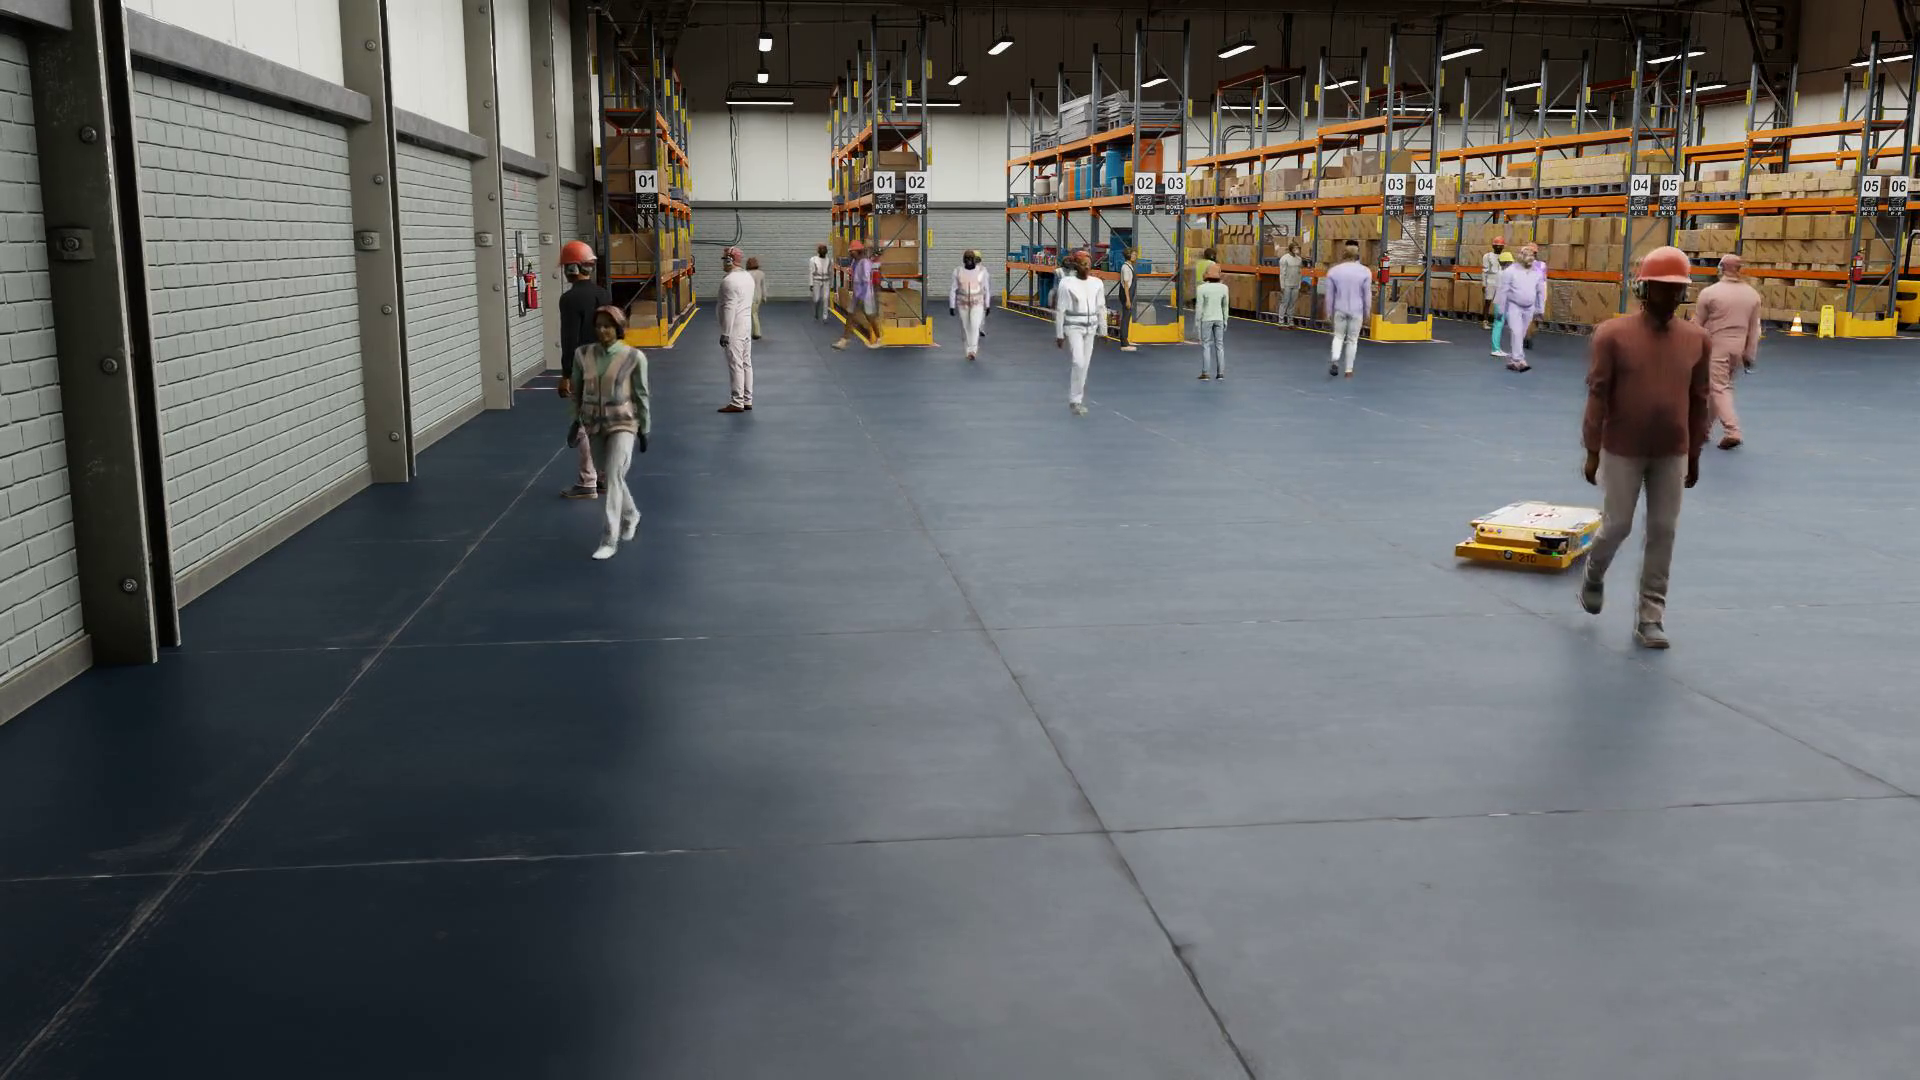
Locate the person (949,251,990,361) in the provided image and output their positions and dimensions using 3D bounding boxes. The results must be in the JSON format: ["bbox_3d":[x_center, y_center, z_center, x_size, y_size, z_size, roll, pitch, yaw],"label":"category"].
[{"bbox_3d":[0.147,-3.866,27.475,0.653,1.787,0.978,1,10,7],"label":"person"}]

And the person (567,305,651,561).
[{"bbox_3d":[-2.229,-0.723,10.756,0.506,1.604,0.838,3,11,17],"label":"person"}]

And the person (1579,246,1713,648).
[{"bbox_3d":[3.433,-0.477,8.367,0.628,1.981,0.648,0,10,2],"label":"person"}]

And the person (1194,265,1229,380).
[{"bbox_3d":[3.574,-3.090,23.647,0.507,1.632,0.268,-3,11,-16],"label":"person"}]

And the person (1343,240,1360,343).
[{"bbox_3d":[7.489,-4.770,31.944,0.367,1.966,0.607,0,10,0],"label":"person"}]

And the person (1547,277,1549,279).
[{"bbox_3d":[17.536,-8.004,50.017,0.704,1.854,0.940,-9,14,-40],"label":"person"}]

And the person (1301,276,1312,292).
[{"bbox_3d":[9.001,-6.677,43.228,0.524,1.664,0.772,-1,10,-5],"label":"person"}]

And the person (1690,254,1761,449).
[{"bbox_3d":[7.389,-1.831,16.134,0.636,1.867,0.984,-3,11,-15],"label":"person"}]

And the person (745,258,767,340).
[{"bbox_3d":[-4.138,-4.764,32.865,0.530,1.604,0.695,-10,14,-43],"label":"person"}]

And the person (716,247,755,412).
[{"bbox_3d":[-2.624,-2.434,19.308,0.408,1.909,0.638,3,11,15],"label":"person"}]

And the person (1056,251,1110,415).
[{"bbox_3d":[1.438,-2.361,19.044,0.580,1.858,0.669,-6,12,-29],"label":"person"}]

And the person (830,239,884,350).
[{"bbox_3d":[-1.808,-4.383,29.811,1.068,1.978,0.619,-7,13,-34],"label":"person"}]

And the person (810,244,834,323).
[{"bbox_3d":[-3.248,-6.026,39.097,0.603,1.867,0.504,-2,11,-12],"label":"person"}]

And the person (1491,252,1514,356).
[{"bbox_3d":[9.269,-4.021,28.386,0.315,1.770,0.524,5,12,26],"label":"person"}]

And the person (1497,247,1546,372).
[{"bbox_3d":[8.499,-3.455,25.014,0.671,1.859,0.953,-2,11,-12],"label":"person"}]

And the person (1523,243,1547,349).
[{"bbox_3d":[10.322,-4.438,30.282,0.577,1.904,0.860,0,10,0],"label":"person"}]

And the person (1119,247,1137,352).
[{"bbox_3d":[2.993,-4.273,29.558,0.346,1.847,0.505,1,10,8],"label":"person"}]

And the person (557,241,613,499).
[{"bbox_3d":[-2.921,-1.318,12.947,0.376,1.996,0.608,4,11,20],"label":"person"}]

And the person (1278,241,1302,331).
[{"bbox_3d":[7.135,-5.479,35.946,0.632,1.931,0.374,-8,13,-37],"label":"person"}]

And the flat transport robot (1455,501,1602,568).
[{"bbox_3d":[3.760,-0.056,10.753,0.652,0.197,1.431,7,13,34],"label":"flat transport robot"}]

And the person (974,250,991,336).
[{"bbox_3d":[0.349,-4.985,33.693,0.559,1.745,0.567,1,10,6],"label":"person"}]

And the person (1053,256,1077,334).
[{"bbox_3d":[2.213,-5.073,34.528,0.547,1.617,0.524,-1,10,-6],"label":"person"}]

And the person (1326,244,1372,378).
[{"bbox_3d":[5.577,-3.272,23.855,0.632,1.920,0.447,5,11,25],"label":"person"}]

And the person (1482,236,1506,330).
[{"bbox_3d":[11.654,-5.571,36.161,0.606,2.035,0.405,-1,10,-6],"label":"person"}]

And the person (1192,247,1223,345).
[{"bbox_3d":[4.699,-4.588,31.356,0.549,1.824,0.645,-7,12,-32],"label":"person"}]
